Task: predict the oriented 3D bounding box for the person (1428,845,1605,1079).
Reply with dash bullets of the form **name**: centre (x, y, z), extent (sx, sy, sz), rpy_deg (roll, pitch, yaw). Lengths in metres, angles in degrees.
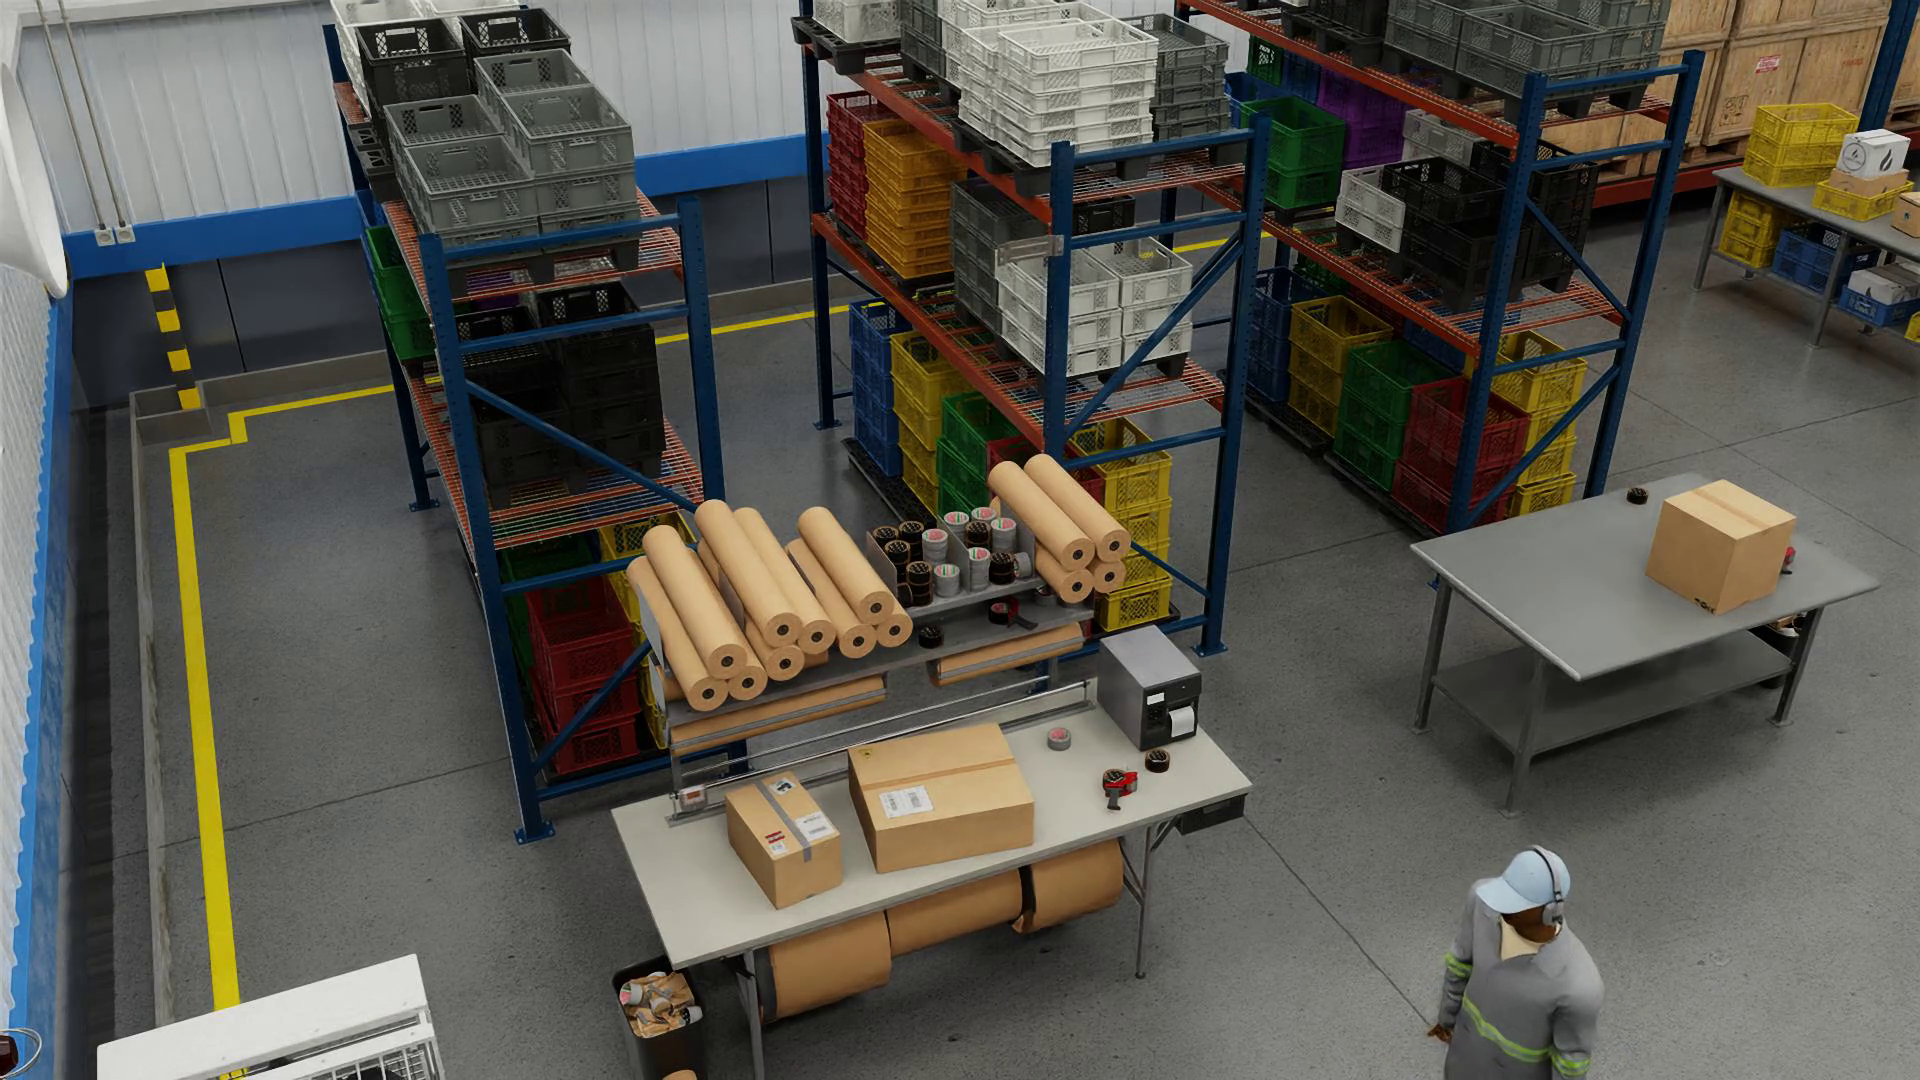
- **person**: centre (1.802, 1.754, 5.612), extent (0.400, 1.851, 0.590), rpy_deg (-14, 34, -21)
